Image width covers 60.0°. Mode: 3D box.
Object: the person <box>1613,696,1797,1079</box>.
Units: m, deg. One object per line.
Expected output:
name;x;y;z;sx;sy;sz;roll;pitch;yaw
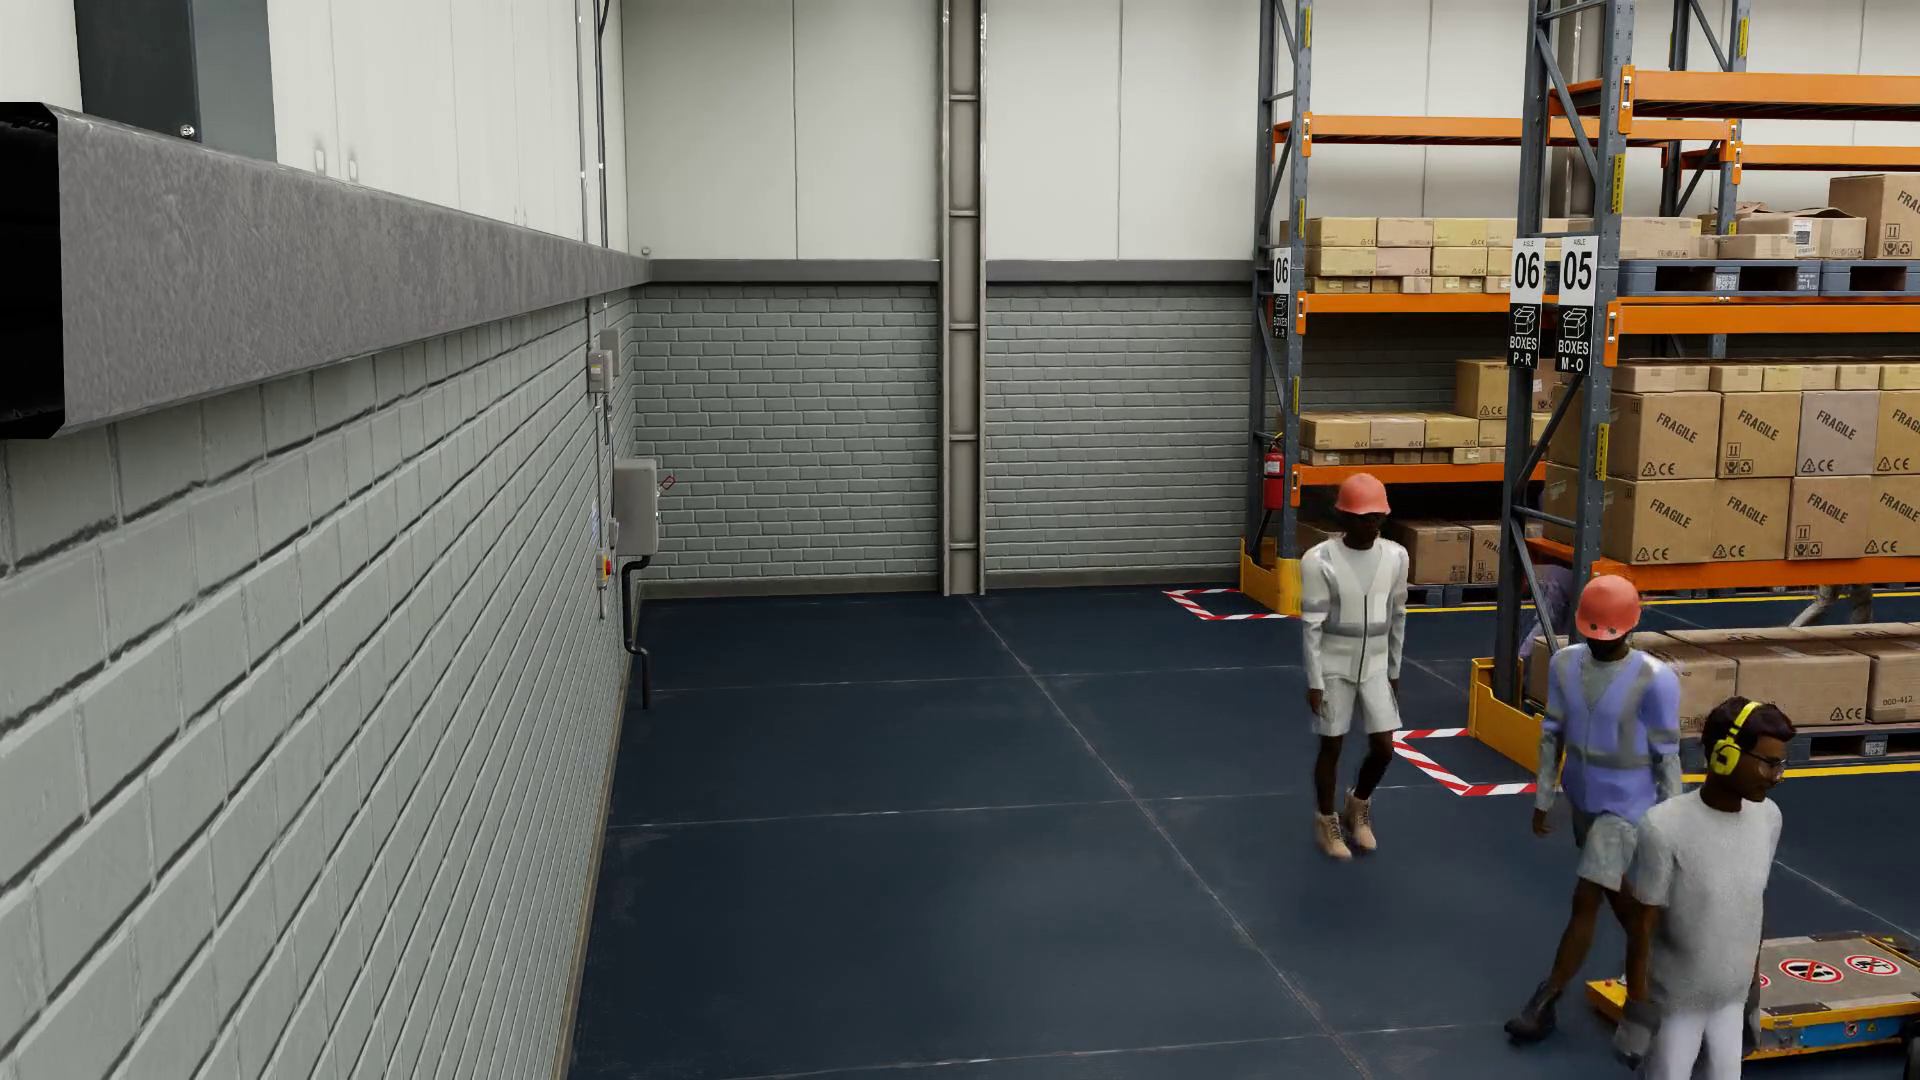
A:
person;2.112;1.331;4.928;0.514;1.839;0.660;-3;10;-20

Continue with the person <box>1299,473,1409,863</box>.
person;2.003;0.660;8.485;0.617;2.029;0.478;-2;9;-10

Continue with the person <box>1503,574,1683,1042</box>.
person;2.599;1.038;6.659;0.994;1.865;0.557;-5;11;-30

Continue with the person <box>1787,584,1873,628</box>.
person;6.678;0.188;12.669;0.765;1.611;0.522;-1;9;-5

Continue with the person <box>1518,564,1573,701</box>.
person;4.266;0.240;11.577;0.953;1.866;0.641;-2;9;-14

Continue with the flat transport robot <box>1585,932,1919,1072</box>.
flat transport robot;3.337;1.828;6.666;1.431;0.197;0.652;-2;9;-12
